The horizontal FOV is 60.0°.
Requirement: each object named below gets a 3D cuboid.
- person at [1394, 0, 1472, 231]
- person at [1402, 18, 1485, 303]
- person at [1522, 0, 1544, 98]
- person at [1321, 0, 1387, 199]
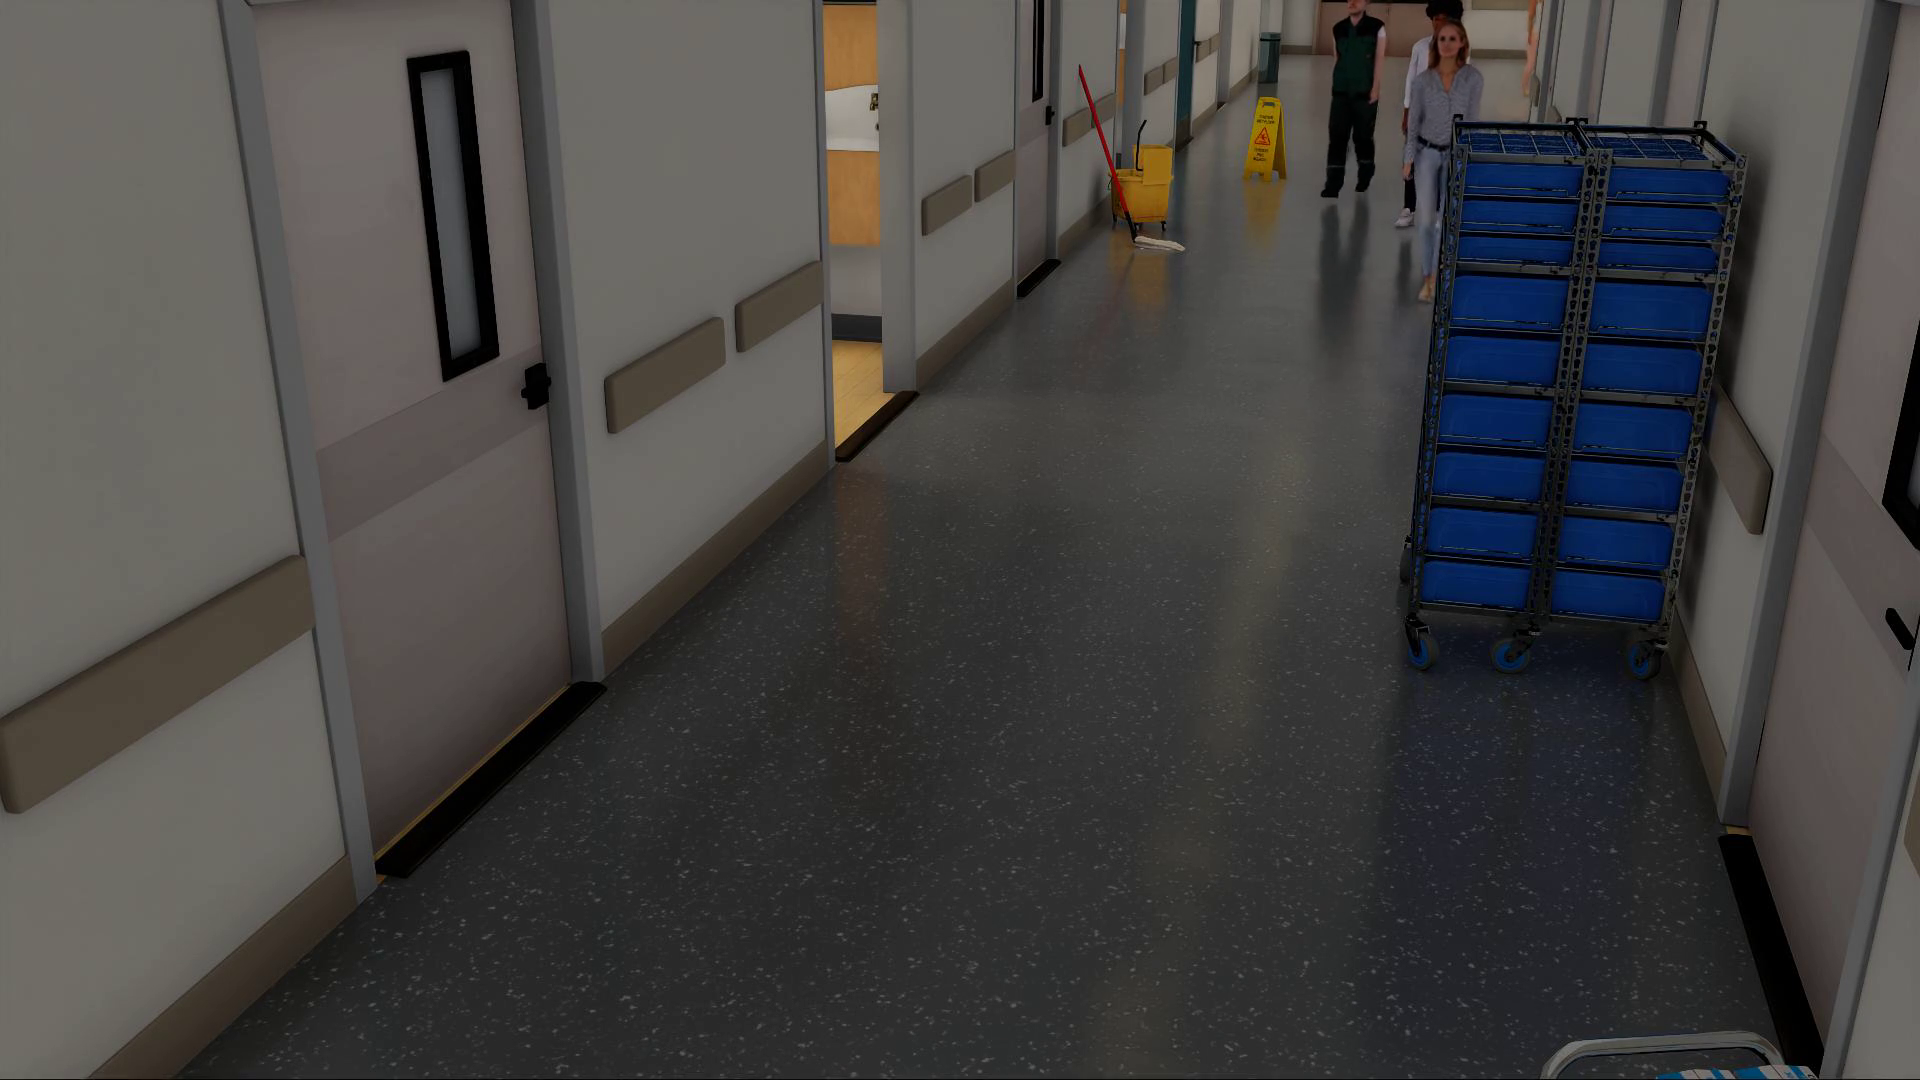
[{"bbox_3d":[3.759,-3.390,13.210,0.657,1.810,0.613,9,22,22],"label":"person"},{"bbox_3d":[3.100,-2.429,10.712,0.623,1.783,0.649,7,22,18],"label":"person"},{"bbox_3d":[7.841,-6.887,22.695,0.668,1.632,0.715,-9,23,-22],"label":"person"},{"bbox_3d":[3.511,-3.910,14.602,0.826,1.797,1.224,11,23,27],"label":"person"}]
